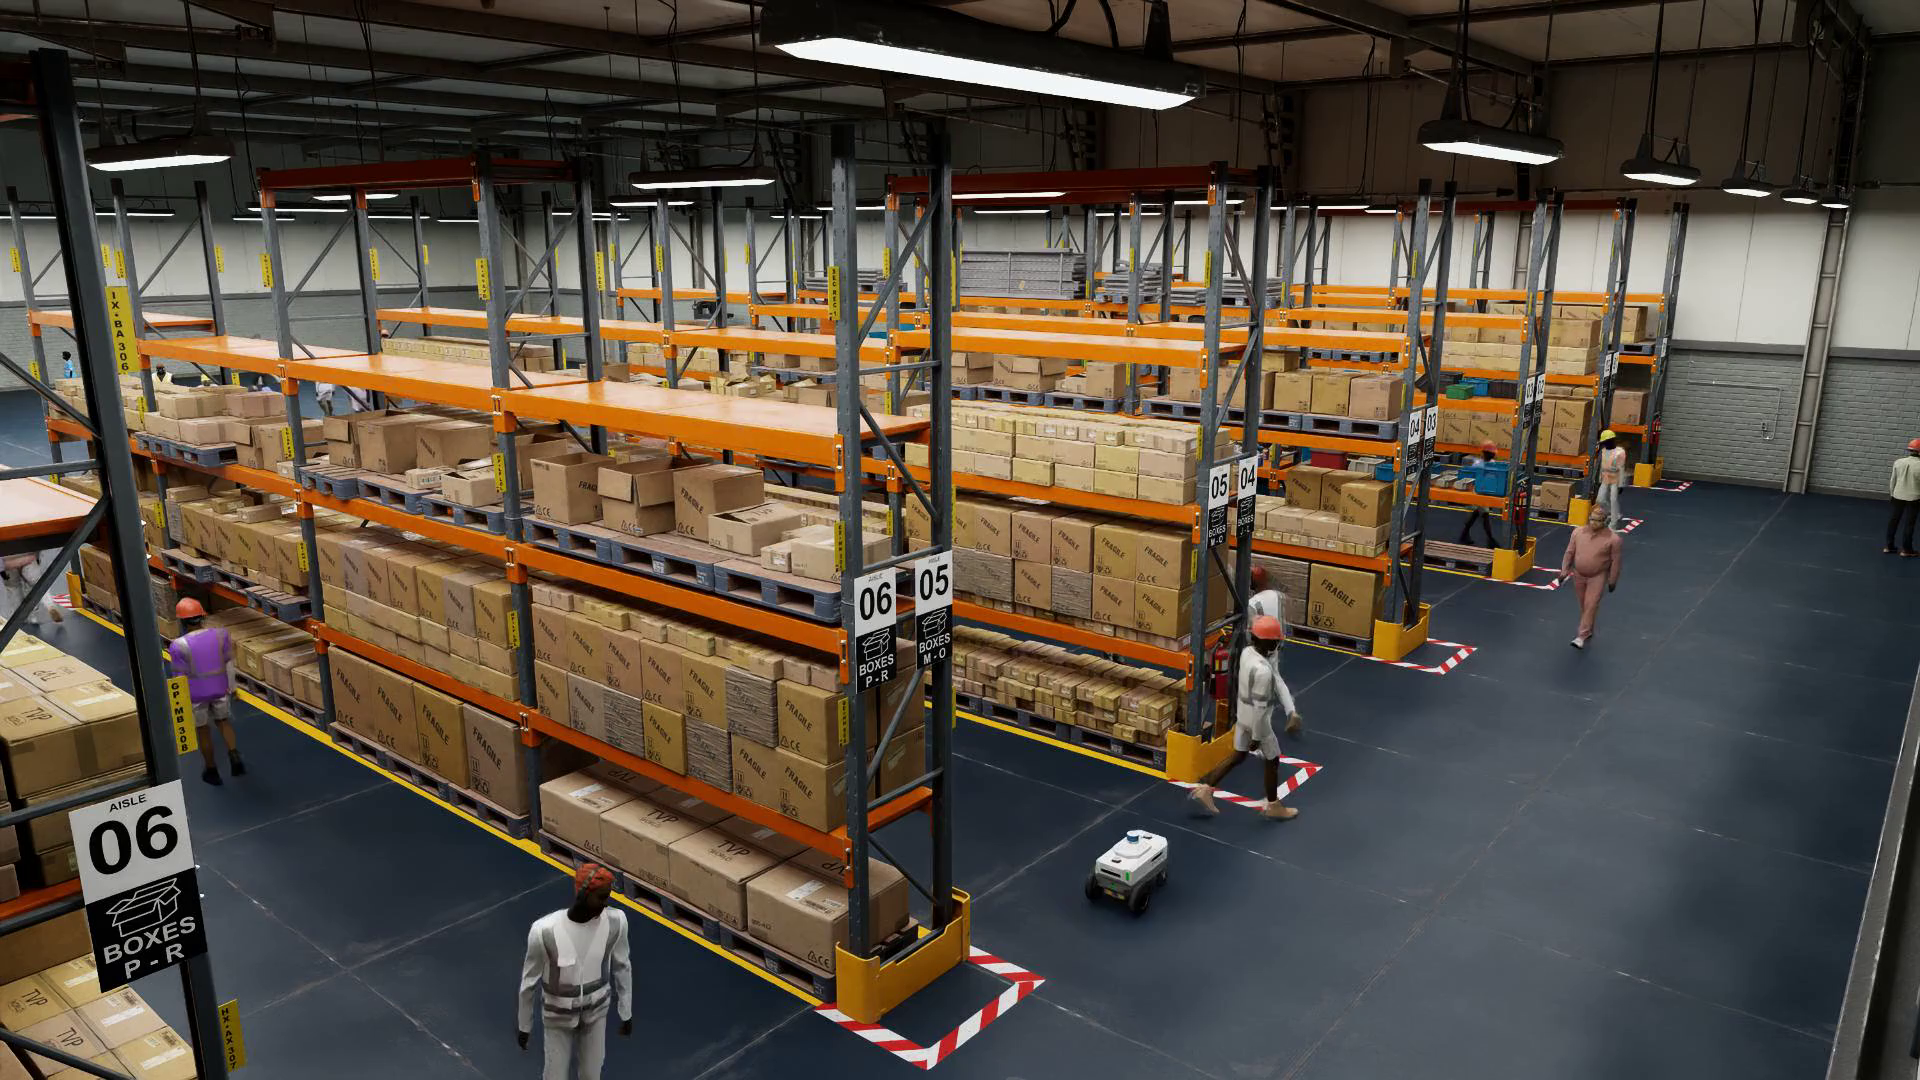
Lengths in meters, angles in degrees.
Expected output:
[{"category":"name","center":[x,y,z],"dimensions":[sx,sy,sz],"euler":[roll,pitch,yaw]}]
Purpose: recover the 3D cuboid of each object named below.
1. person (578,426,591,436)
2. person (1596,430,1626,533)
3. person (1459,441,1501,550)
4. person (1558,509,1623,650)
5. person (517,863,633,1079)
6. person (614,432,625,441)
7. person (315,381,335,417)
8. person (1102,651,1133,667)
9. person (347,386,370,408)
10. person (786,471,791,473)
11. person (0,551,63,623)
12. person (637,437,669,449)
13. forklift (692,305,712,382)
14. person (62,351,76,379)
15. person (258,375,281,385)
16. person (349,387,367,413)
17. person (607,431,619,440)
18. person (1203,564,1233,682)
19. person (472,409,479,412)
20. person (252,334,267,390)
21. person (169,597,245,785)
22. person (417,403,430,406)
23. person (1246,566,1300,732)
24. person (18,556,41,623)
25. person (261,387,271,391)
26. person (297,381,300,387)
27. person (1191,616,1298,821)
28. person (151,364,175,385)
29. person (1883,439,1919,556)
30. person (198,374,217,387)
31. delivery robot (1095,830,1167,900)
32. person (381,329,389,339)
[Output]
[{"category":"person","center":[-8.931,-2.856,30.514],"dimensions":[1.034,1.848,0.650],"euler":[2,14,8]},{"category":"person","center":[11.971,-1.070,23.102],"dimensions":[0.524,1.885,0.686],"euler":[-4,14,-14]},{"category":"person","center":[9.183,-0.802,22.007],"dimensions":[0.561,1.884,0.980],"euler":[-8,16,-31]},{"category":"person","center":[8.332,0.499,16.720],"dimensions":[1.003,1.854,0.646],"euler":[-11,17,-38]},{"category":"person","center":[-2.232,2.778,7.356],"dimensions":[0.656,1.846,0.386],"euler":[-7,16,-28]},{"category":"person","center":[-7.776,-2.296,28.725],"dimensions":[0.834,1.601,0.513],"euler":[5,15,21]},{"category":"person","center":[-18.499,-4.391,36.681],"dimensions":[0.399,1.924,0.583],"euler":[10,17,36]},{"category":"person","center":[1.977,0.724,15.611],"dimensions":[0.371,1.940,0.627],"euler":[10,17,35]},{"category":"person","center":[-16.184,-3.744,33.908],"dimensions":[0.607,1.986,0.415],"euler":[3,14,11]},{"category":"person","center":[-3.811,-2.309,28.775],"dimensions":[0.666,1.604,0.506],"euler":[13,19,42]},{"category":"person","center":[-13.108,0.323,17.606],"dimensions":[0.932,1.804,0.641],"euler":[8,16,31]},{"category":"person","center":[-5.836,-1.342,24.291],"dimensions":[0.723,1.853,0.861],"euler":[-3,14,-10]},{"category":"forklift","center":[-9.511,-7.392,47.124],"dimensions":[1.873,2.768,1.129],"euler":[11,17,38]},{"category":"person","center":[-28.716,-5.238,40.643],"dimensions":[0.317,1.696,0.538],"euler":[-11,18,-39]},{"category":"person","center":[-25.195,-6.450,45.849],"dimensions":[0.893,1.582,0.525],"euler":[-2,14,-9]},{"category":"person","center":[-15.639,-3.492,33.053],"dimensions":[0.948,1.881,0.611],"euler":[3,14,14]},{"category":"person","center":[-7.856,-2.224,28.134],"dimensions":[0.413,1.748,0.561],"euler":[6,15,24]},{"category":"person","center":[3.022,0.855,15.364],"dimensions":[0.616,1.800,0.496],"euler":[-6,15,-22]},{"category":"person","center":[-13.022,-3.585,33.374],"dimensions":[0.565,1.918,0.404],"euler":[-12,18,-40]},{"category":"person","center":[-24.429,-6.189,43.925],"dimensions":[0.538,2.000,0.685],"euler":[7,16,28]},{"category":"person","center":[-7.436,1.502,12.444],"dimensions":[0.504,1.924,0.570],"euler":[10,17,37]},{"category":"person","center":[-16.877,-4.990,39.476],"dimensions":[0.526,1.769,0.328],"euler":[-3,14,-13]},{"category":"person","center":[3.411,1.191,13.885],"dimensions":[0.638,1.846,0.891],"euler":[-10,17,-37]},{"category":"person","center":[-13.303,0.312,17.803],"dimensions":[0.501,1.692,0.924],"euler":[-12,18,-41]},{"category":"person","center":[-16.112,-2.632,29.492],"dimensions":[0.627,1.895,1.003],"euler":[-8,16,-31]},{"category":"person","center":[-23.703,-6.192,44.602],"dimensions":[0.651,1.673,0.538],"euler":[4,14,17]},{"category":"person","center":[2.664,1.652,11.660],"dimensions":[0.973,2.015,0.614],"euler":[-2,14,-8]},{"category":"person","center":[-22.360,-4.032,35.375],"dimensions":[0.626,1.846,0.429],"euler":[-7,15,-26]},{"category":"person","center":[16.191,-0.735,21.492],"dimensions":[0.375,1.997,0.612],"euler":[-5,15,-20]},{"category":"person","center":[-19.877,-3.531,33.390],"dimensions":[0.601,1.806,0.772],"euler":[-8,16,-28]},{"category":"delivery robot","center":[1.429,2.654,10.450],"dimensions":[0.477,0.478,0.707],"euler":[10,17,36]},{"category":"person","center":[-20.806,-6.636,45.721],"dimensions":[0.616,2.024,0.845],"euler":[-3,14,-11]}]
